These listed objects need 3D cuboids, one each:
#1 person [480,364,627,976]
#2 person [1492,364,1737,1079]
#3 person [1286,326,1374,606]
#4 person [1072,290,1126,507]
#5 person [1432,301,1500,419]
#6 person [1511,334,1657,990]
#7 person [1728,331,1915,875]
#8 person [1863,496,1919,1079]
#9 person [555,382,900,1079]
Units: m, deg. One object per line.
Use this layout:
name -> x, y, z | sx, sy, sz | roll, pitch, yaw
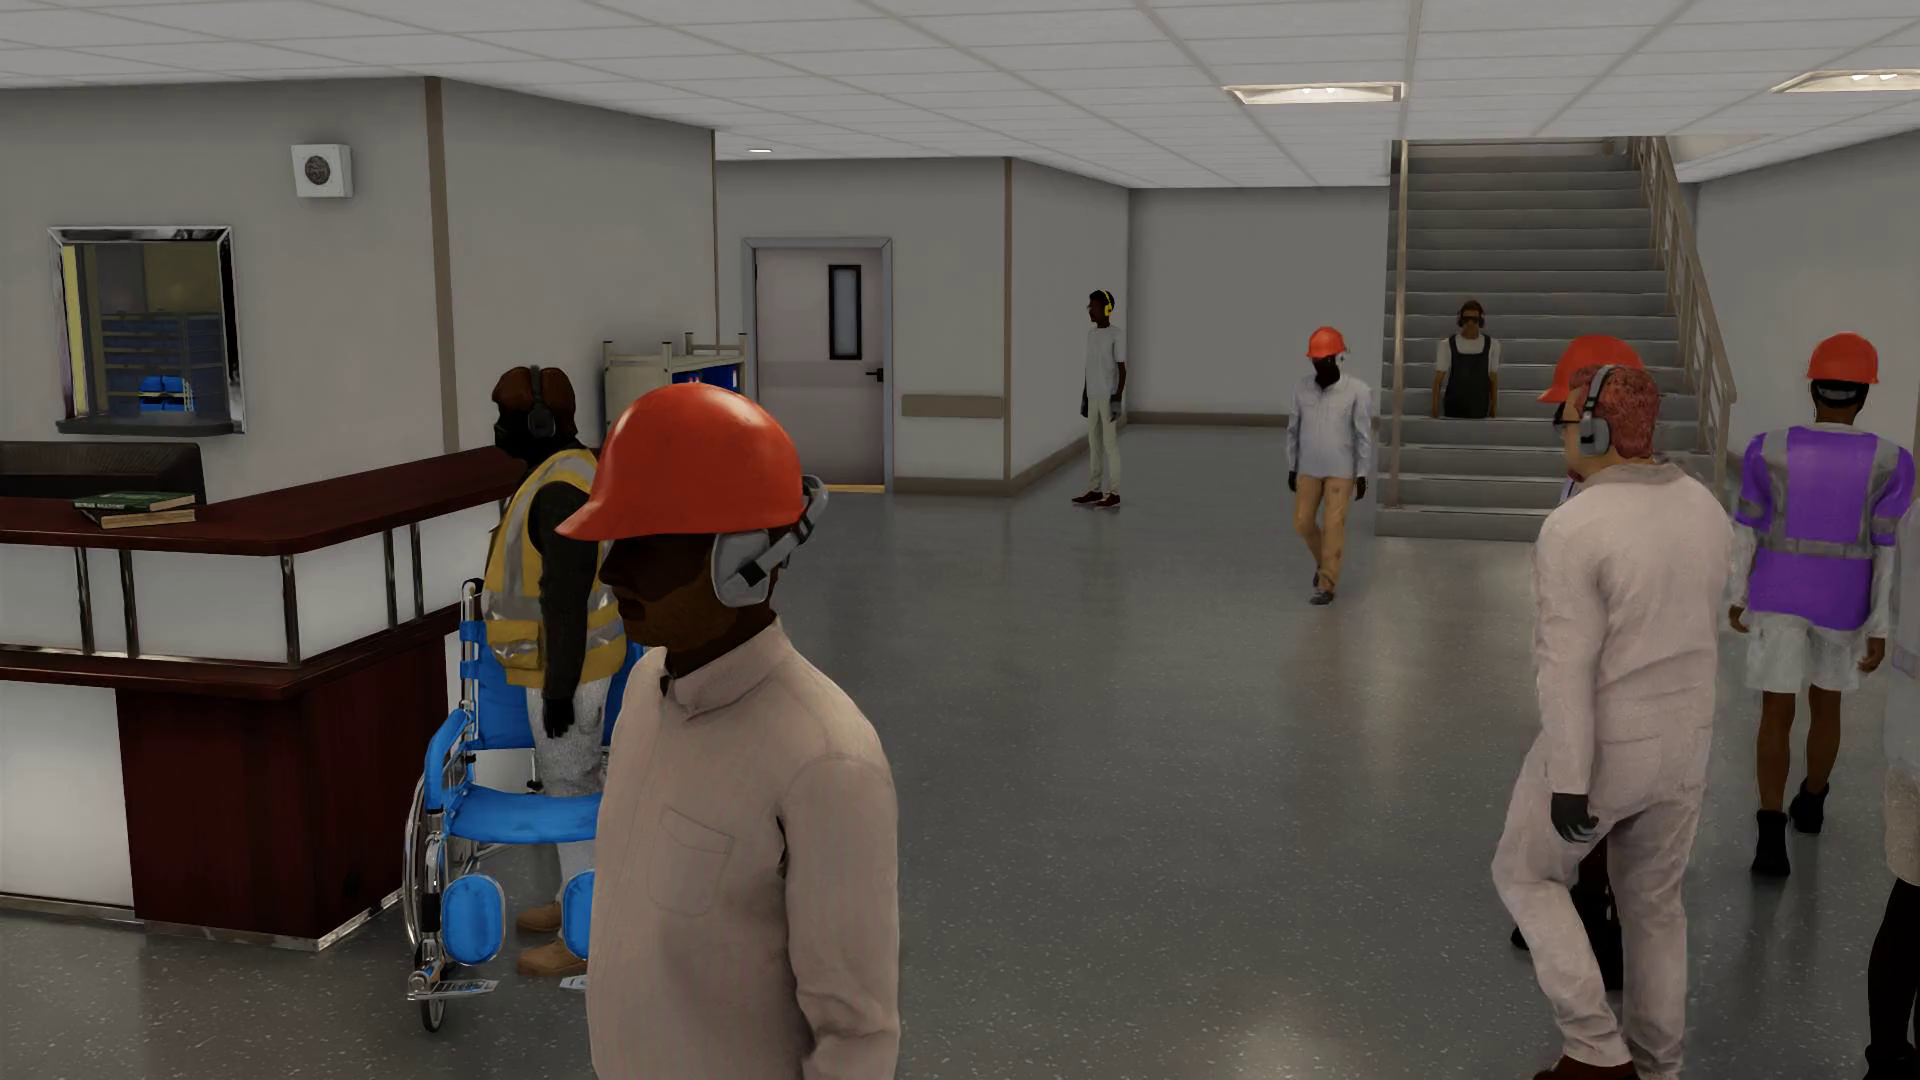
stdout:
person -> -1.229, 0.385, 5.069 | 0.429, 1.835, 0.628 | -3, 10, -16
person -> 1.628, 0.516, 4.134 | 0.637, 1.893, 0.470 | -5, 11, -26
person -> 2.299, -0.465, 10.355 | 0.570, 1.734, 0.481 | 7, 12, 36
person -> 1.218, -1.222, 14.407 | 0.323, 1.871, 0.530 | -6, 12, -34
person -> 4.221, -1.098, 13.921 | 0.538, 1.792, 0.983 | 2, 10, 13
person -> 1.859, 0.363, 4.913 | 0.393, 1.929, 0.547 | 0, 10, 1
person -> 3.026, 0.213, 5.892 | 0.544, 1.900, 0.974 | 4, 11, 23
person -> 2.374, 0.520, 3.890 | 0.376, 1.959, 0.600 | 2, 10, 10
person -> -0.311, 0.791, 2.191 | 0.376, 1.995, 0.608 | -7, 12, -37
